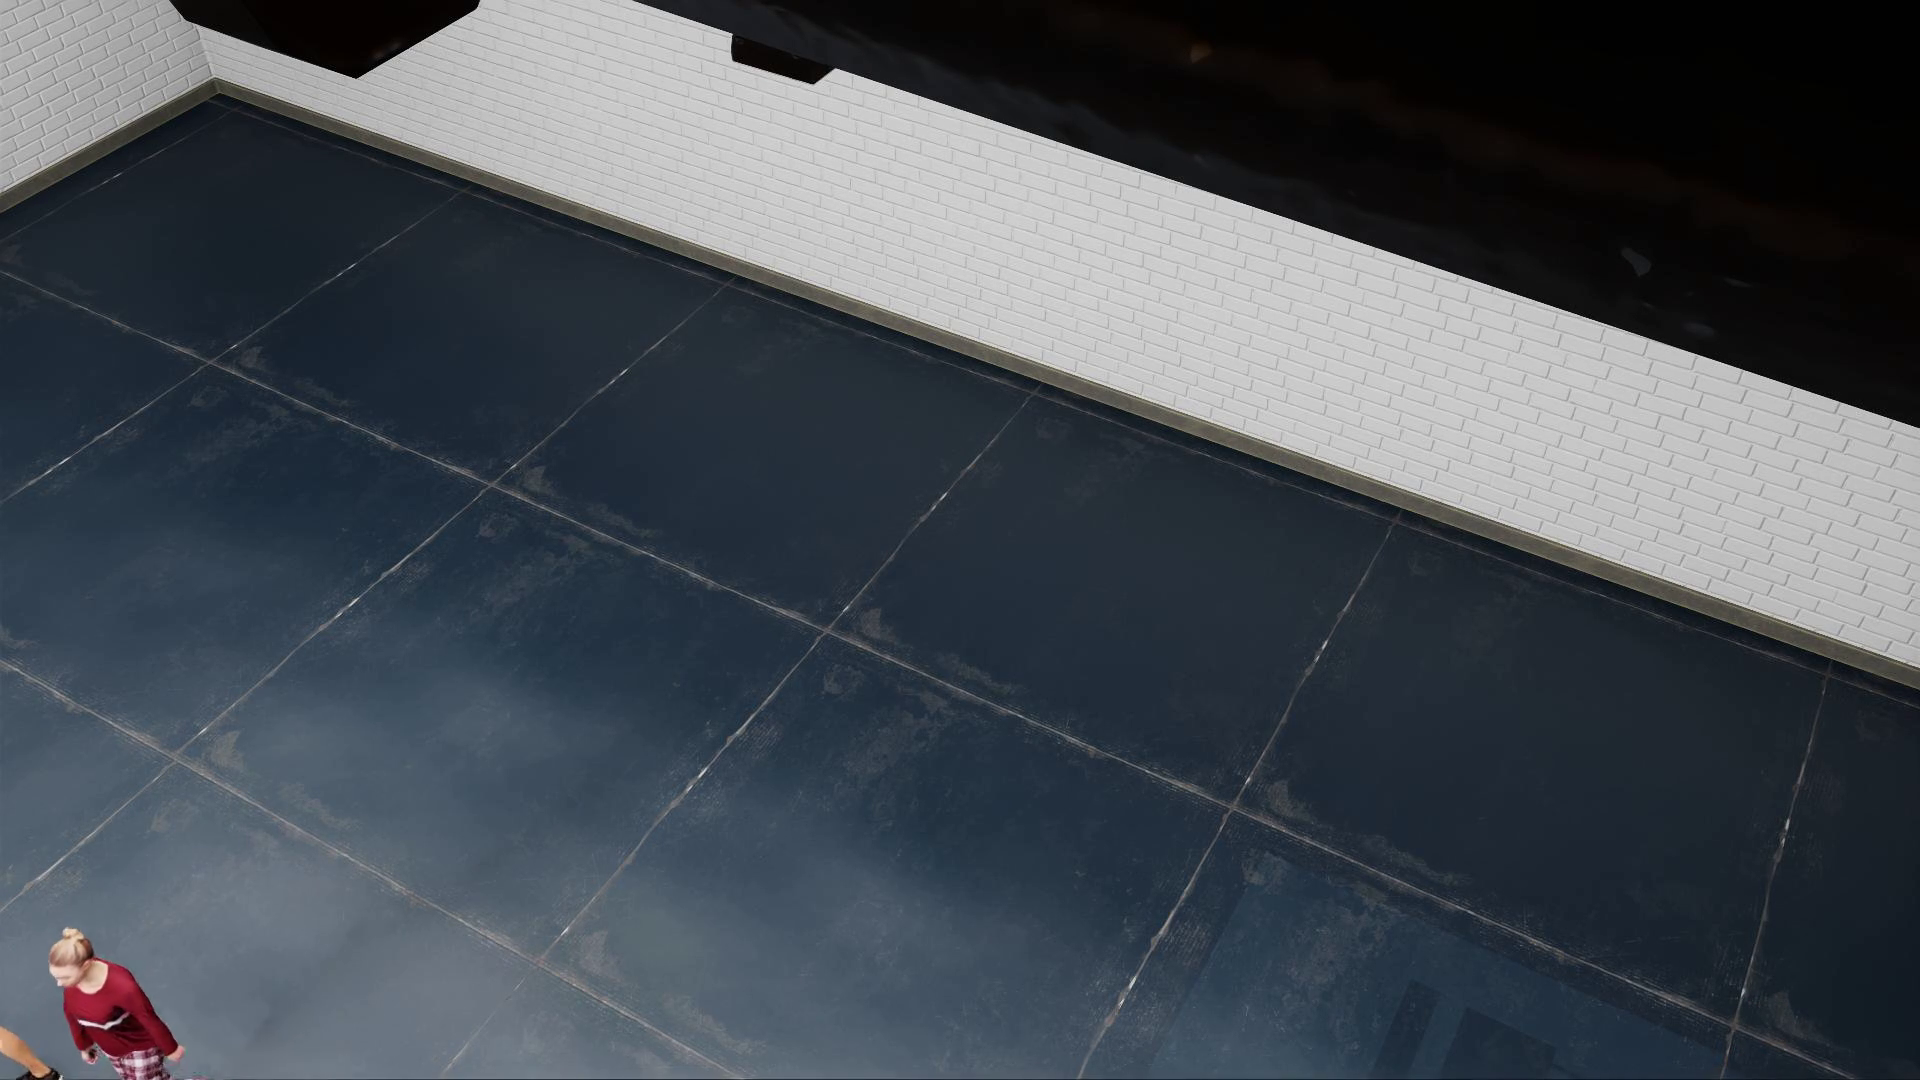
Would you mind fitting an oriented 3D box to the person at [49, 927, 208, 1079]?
[{"bbox_3d":[-4.084,2.415,8.262,0.680,1.689,0.671,13,45,13],"label":"person"}]
